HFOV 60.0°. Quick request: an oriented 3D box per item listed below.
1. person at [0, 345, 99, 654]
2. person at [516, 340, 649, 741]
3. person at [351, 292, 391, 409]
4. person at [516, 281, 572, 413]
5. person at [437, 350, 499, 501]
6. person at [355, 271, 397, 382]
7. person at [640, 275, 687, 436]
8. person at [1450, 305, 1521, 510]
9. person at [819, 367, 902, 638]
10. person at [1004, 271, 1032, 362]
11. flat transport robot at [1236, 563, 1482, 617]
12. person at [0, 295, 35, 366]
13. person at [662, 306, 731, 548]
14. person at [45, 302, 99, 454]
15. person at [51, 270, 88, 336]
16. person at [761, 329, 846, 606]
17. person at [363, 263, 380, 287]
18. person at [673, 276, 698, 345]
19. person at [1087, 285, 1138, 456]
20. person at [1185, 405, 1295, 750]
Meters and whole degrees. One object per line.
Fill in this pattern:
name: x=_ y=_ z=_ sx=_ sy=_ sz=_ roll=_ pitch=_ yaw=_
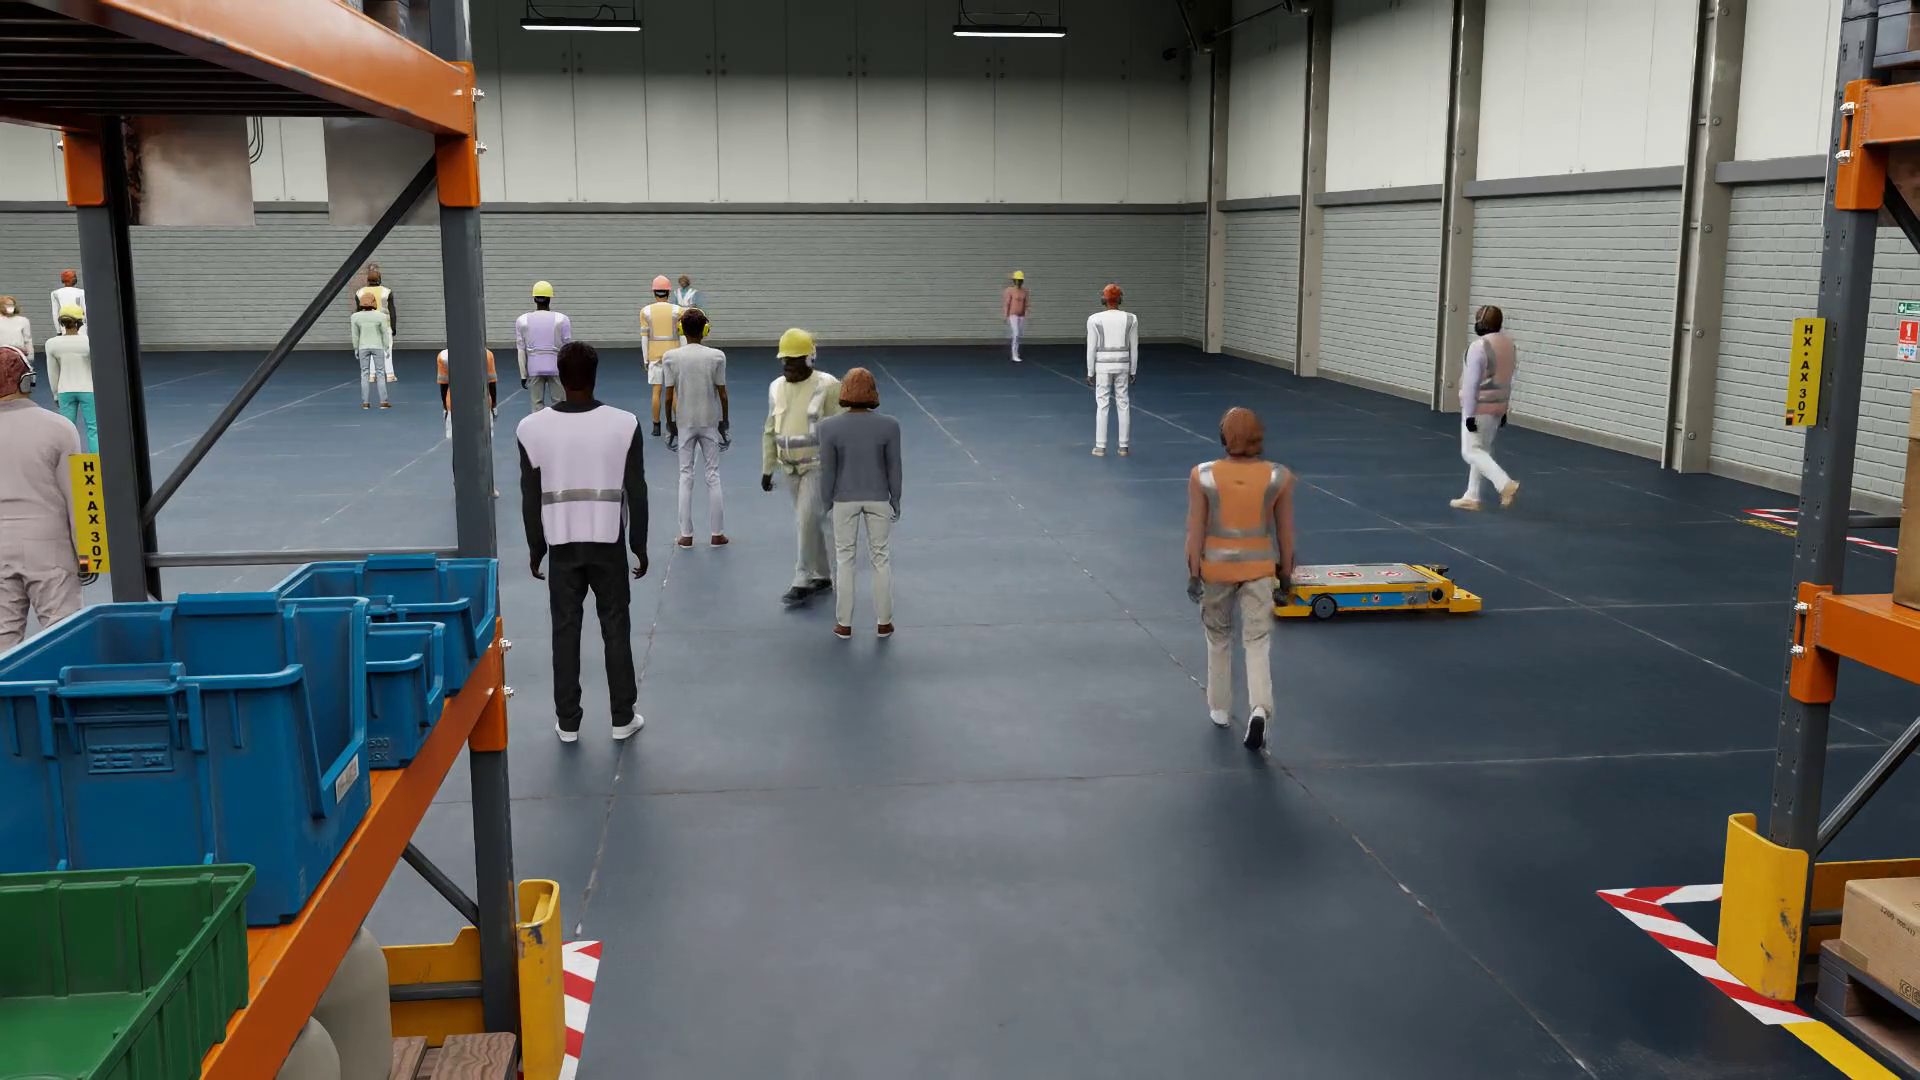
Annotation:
person: x=-4.364 y=0.046 z=7.791 sx=0.643 sy=1.909 sz=0.410 roll=-1 pitch=10 yaw=-7
person: x=-1.780 y=0.015 z=7.922 sx=0.593 sy=1.922 sz=0.392 roll=-1 pitch=10 yaw=-7
person: x=-8.255 y=-2.653 z=23.335 sx=0.500 sy=1.633 sz=0.286 roll=-1 pitch=10 yaw=-7
person: x=-4.488 y=-1.833 z=18.032 sx=0.587 sy=1.928 sz=0.363 roll=-1 pitch=10 yaw=-7
person: x=-4.477 y=-1.198 z=15.180 sx=0.535 sy=1.699 sz=0.318 roll=-1 pitch=10 yaw=-7
person: x=-9.677 y=-3.542 z=27.639 sx=0.627 sy=1.844 sz=0.429 roll=-1 pitch=10 yaw=-7
person: x=-3.576 y=-2.220 z=20.119 sx=0.545 sy=1.941 sz=0.351 roll=-1 pitch=10 yaw=-7
person: x=4.619 y=-1.130 z=14.472 sx=0.631 sy=1.823 sz=0.694 roll=-8 pitch=13 yaw=-38
person: x=-0.595 y=-0.218 z=9.984 sx=0.500 sy=1.633 sz=0.286 roll=-1 pitch=10 yaw=-7
person: x=1.146 y=-4.286 z=31.943 sx=0.552 sy=1.745 sz=0.553 roll=-8 pitch=13 yaw=-36
flat transport robot: x=2.570 y=0.315 z=10.798 sx=1.431 sy=0.197 sz=0.652 roll=-1 pitch=10 yaw=-7
person: x=-12.656 y=-2.451 z=22.232 sx=0.341 sy=1.620 sz=0.520 roll=10 pitch=14 yaw=44
person: x=-2.033 y=-0.866 z=12.890 sx=0.513 sy=1.872 sz=0.328 roll=-1 pitch=10 yaw=-7
person: x=-8.615 y=-1.431 z=16.266 sx=0.525 sy=1.770 sz=0.306 roll=-1 pitch=10 yaw=-7
person: x=-14.121 y=-3.358 z=26.513 sx=0.576 sy=1.884 sz=0.355 roll=-1 pitch=10 yaw=-7
person: x=-1.084 y=-0.479 z=10.938 sx=0.626 sy=1.801 sz=0.768 roll=7 pitch=13 yaw=34
person: x=-12.164 y=-4.793 z=34.453 sx=0.436 sy=1.865 sz=0.805 roll=-6 pitch=12 yaw=-28
person: x=-5.542 y=-4.499 z=33.481 sx=0.503 sy=1.616 sz=0.590 roll=3 pitch=11 yaw=15
person: x=1.673 y=-1.859 z=18.298 sx=0.576 sy=1.883 sz=0.352 roll=-1 pitch=10 yaw=-7
person: x=1.335 y=0.170 z=7.915 sx=0.522 sy=1.614 sz=0.739 roll=1 pitch=10 yaw=4
